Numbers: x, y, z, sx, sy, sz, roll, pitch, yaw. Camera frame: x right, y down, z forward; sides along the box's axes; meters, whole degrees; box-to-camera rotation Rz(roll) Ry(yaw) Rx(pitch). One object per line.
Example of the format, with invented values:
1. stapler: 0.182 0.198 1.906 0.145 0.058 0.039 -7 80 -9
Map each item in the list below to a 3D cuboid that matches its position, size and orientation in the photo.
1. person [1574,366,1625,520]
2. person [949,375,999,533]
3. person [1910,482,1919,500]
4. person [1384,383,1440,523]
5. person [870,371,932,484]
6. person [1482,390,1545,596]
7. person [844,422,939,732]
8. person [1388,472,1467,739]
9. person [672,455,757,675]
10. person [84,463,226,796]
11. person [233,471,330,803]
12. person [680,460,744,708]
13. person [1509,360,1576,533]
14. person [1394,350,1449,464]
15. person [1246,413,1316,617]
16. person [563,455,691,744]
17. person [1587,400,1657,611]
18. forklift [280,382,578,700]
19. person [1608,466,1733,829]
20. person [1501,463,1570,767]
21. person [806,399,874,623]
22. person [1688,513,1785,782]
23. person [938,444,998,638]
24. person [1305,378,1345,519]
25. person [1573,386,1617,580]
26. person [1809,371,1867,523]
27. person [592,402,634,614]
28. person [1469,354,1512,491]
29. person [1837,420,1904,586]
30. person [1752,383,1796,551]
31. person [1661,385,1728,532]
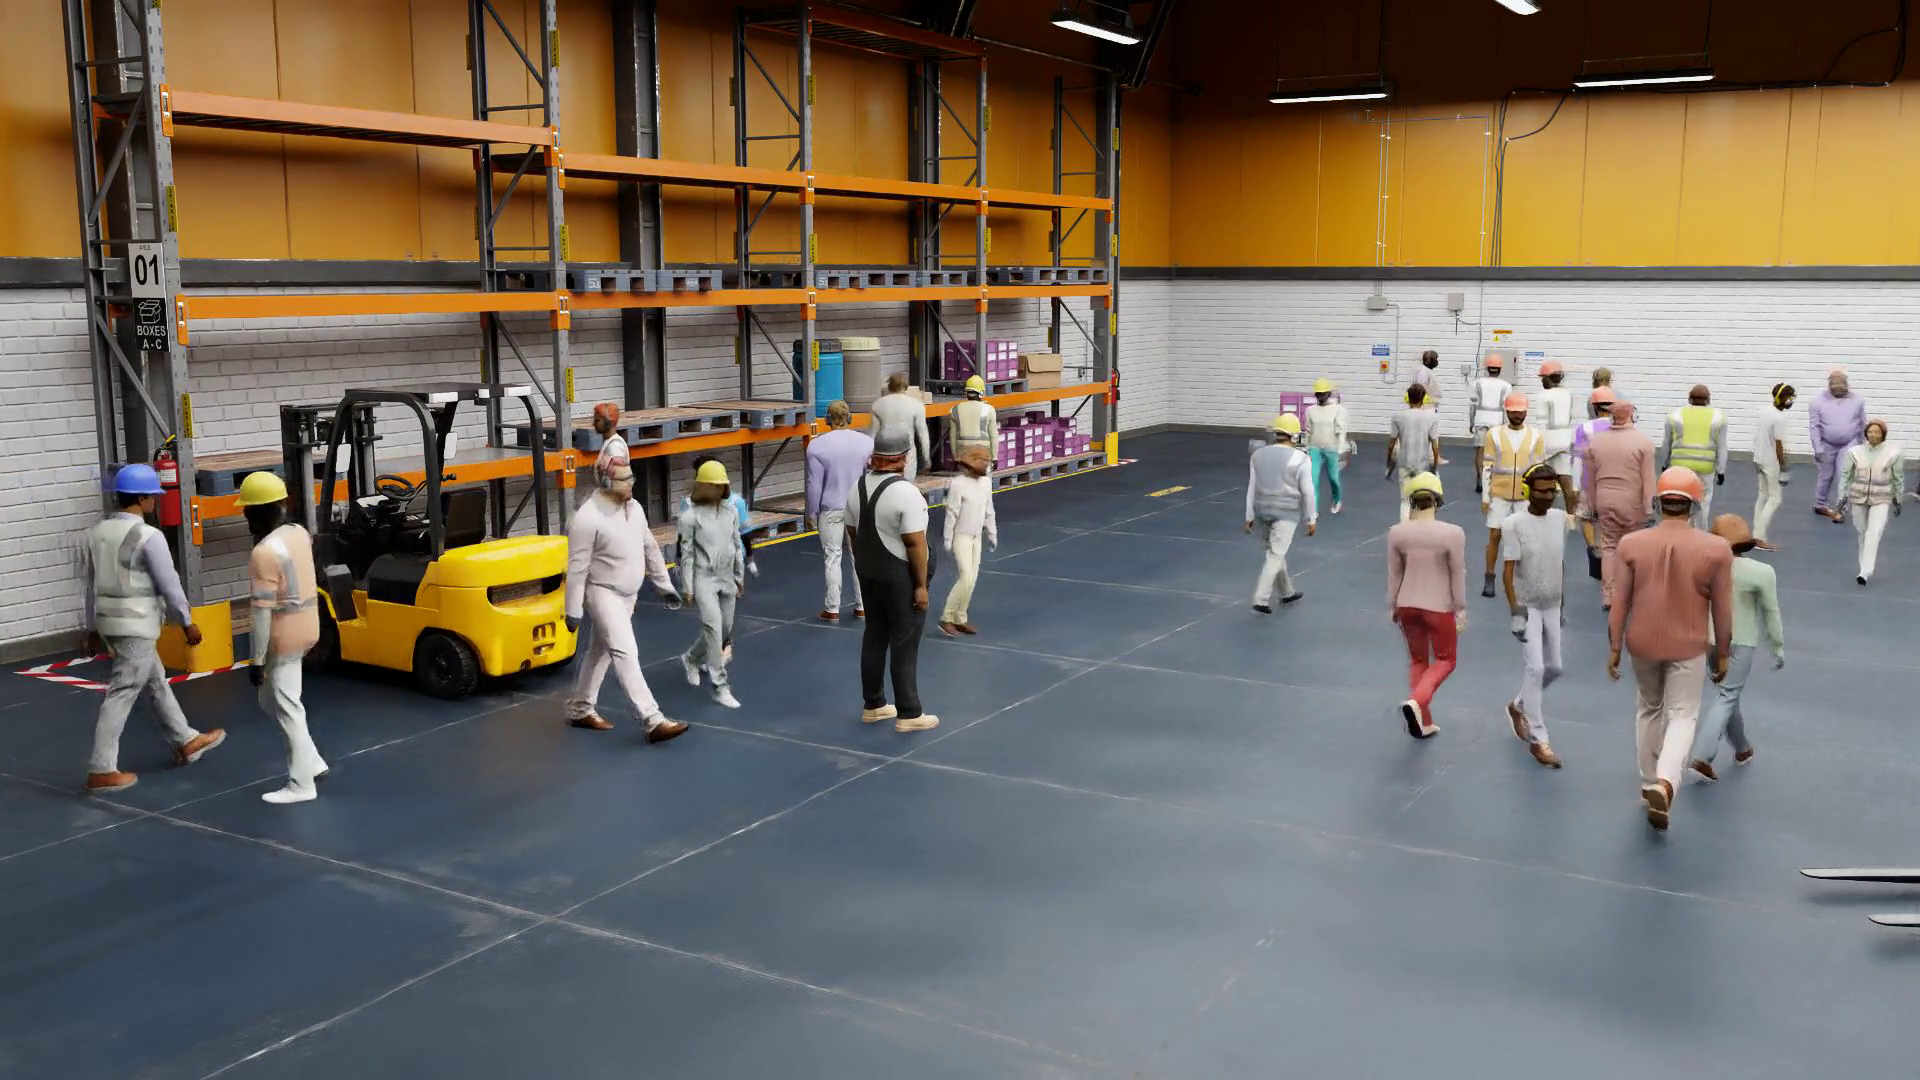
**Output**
1. person: 7.824 -1.131 19.984 0.656 1.906 0.798 -6 11 -32
2. person: 0.177 -0.989 19.296 0.586 1.833 0.404 3 10 18
3. person: 13.060 -1.423 21.769 1.037 1.916 0.617 0 9 3
4. person: 4.898 -0.782 18.054 0.574 1.819 0.793 2 9 11
5. person: -0.660 -0.936 18.713 0.646 1.909 0.633 4 10 21
6. person: 5.126 -0.425 15.449 0.548 1.937 0.367 2 9 11
7. person: -0.406 0.234 11.016 0.539 2.000 0.689 -8 12 -42
8. person: 2.949 0.441 10.627 0.548 1.739 0.542 8 12 41
9. person: -1.867 0.190 12.467 0.573 1.652 0.830 3 10 20
10. person: -4.814 0.496 9.835 0.595 1.887 0.969 6 11 35
11. person: -3.838 0.560 9.376 0.418 1.911 0.619 0 9 -2
12. person: -1.780 0.281 11.734 0.746 1.723 0.492 8 12 42
13. person: 6.887 -1.110 19.560 0.640 1.985 1.027 -5 10 -27
14. person: 7.322 -2.111 26.364 0.831 1.822 0.619 4 10 21
15. person: 2.837 -0.226 14.717 0.601 1.779 0.943 9 13 43
16. person: -2.166 0.378 10.710 1.017 1.853 0.654 3 10 18
17. person: 5.907 -0.298 14.819 0.445 1.884 0.675 -7 11 -37
18. forklift: -3.974 -0.067 12.417 2.313 2.155 1.214 5 11 30
19. person: 3.871 0.576 9.110 0.627 1.965 0.855 6 11 33
20. person: 3.621 0.441 10.394 0.574 1.832 0.825 -3 10 -17
21. person: -1.022 -0.246 14.345 0.627 1.935 0.371 -4 10 -21
22. person: 4.612 0.628 9.973 0.890 1.577 0.535 -8 12 -41
23. person: 0.086 0.001 13.795 0.378 1.607 0.517 6 11 35
24. person: 4.507 -1.135 20.492 0.522 1.739 0.803 5 10 28
25. person: 6.269 -0.540 16.237 0.556 1.916 0.610 1 9 8
26. person: 10.712 -1.157 20.330 0.661 1.850 0.835 4 10 23
27. person: -3.059 -0.275 14.676 0.337 1.883 0.584 -3 9 -16
28. person: 7.352 -1.627 23.079 0.543 1.903 0.963 3 10 17
29. person: 8.816 -0.367 16.133 0.539 1.588 0.879 8 12 40
30. person: 8.813 -0.799 18.141 0.374 1.835 0.627 0 9 3
31. person: 8.025 -0.796 18.212 0.653 1.792 0.963 4 10 21
